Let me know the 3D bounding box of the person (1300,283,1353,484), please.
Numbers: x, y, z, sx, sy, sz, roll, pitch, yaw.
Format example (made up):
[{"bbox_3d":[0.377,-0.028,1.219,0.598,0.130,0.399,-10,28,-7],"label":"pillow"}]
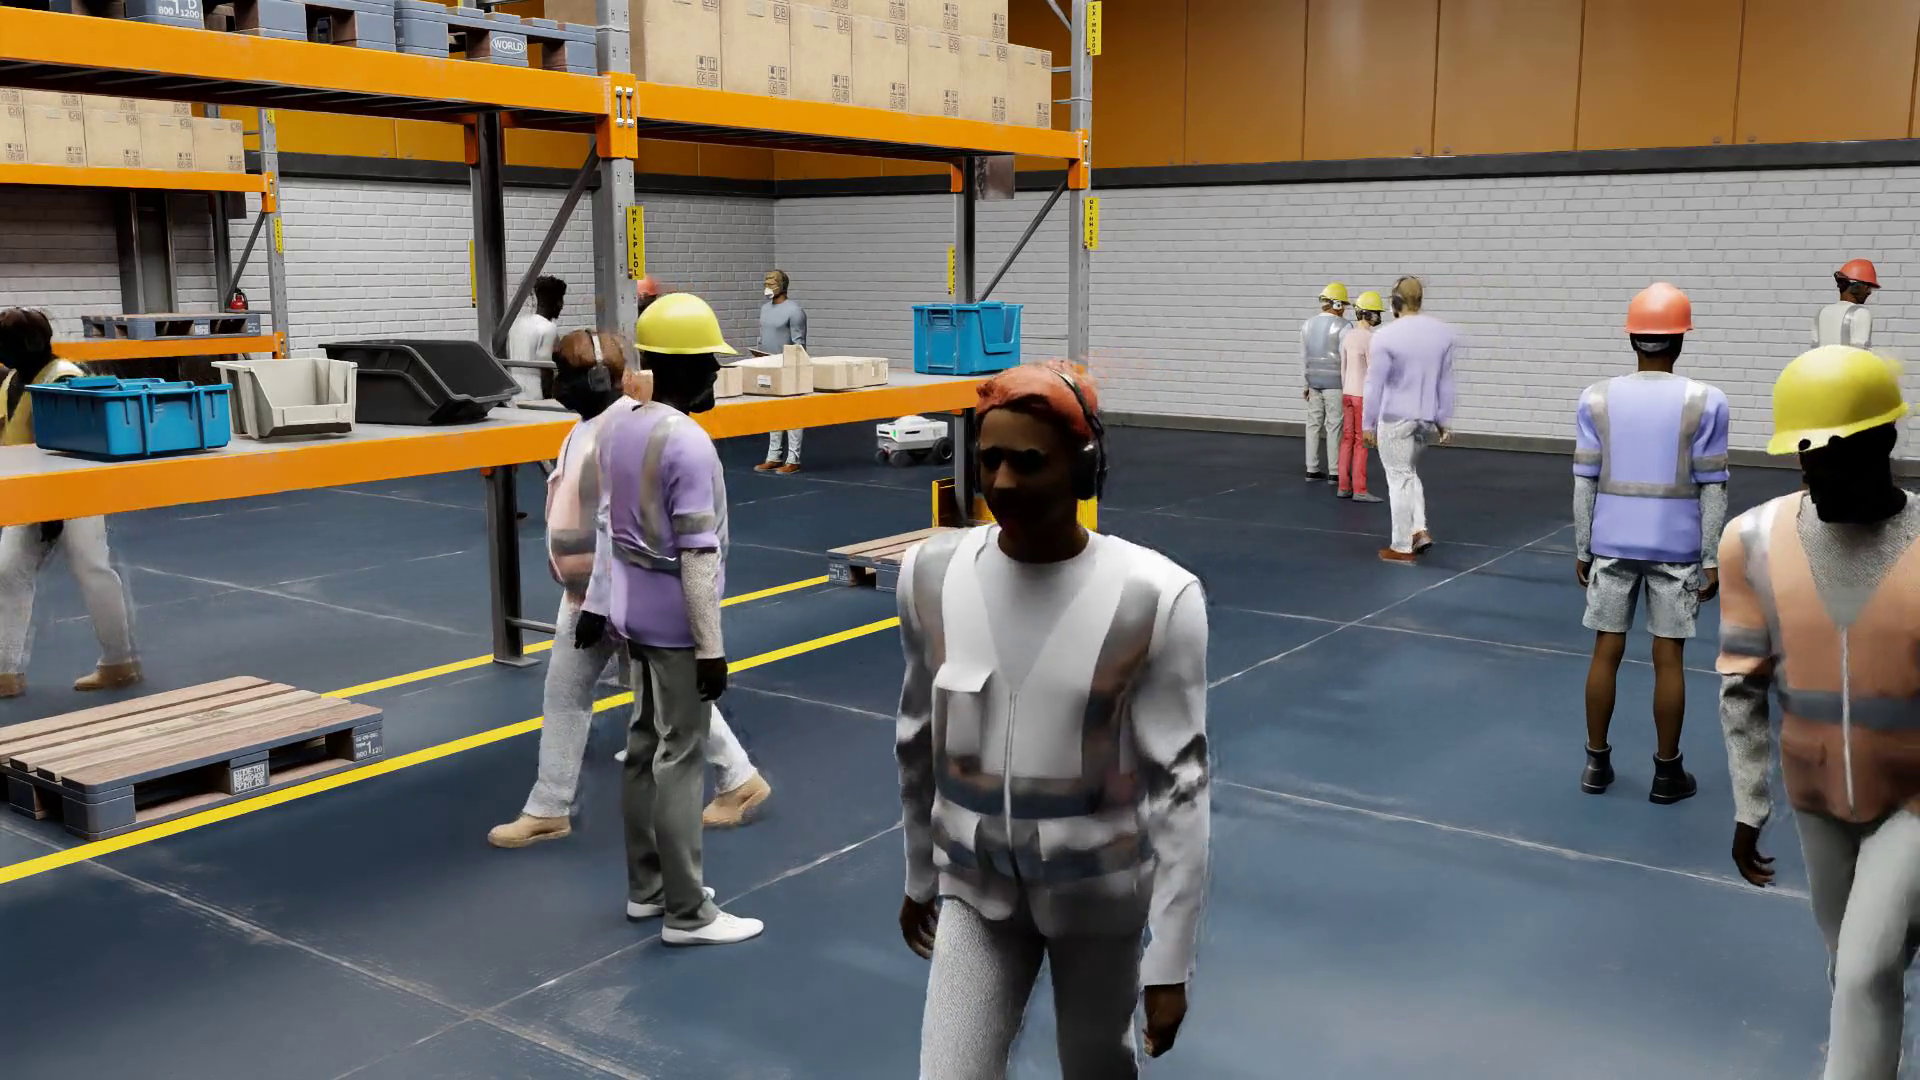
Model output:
[{"bbox_3d":[3.366,-1.420,15.150,0.404,1.821,0.588,-7,12,-35],"label":"person"}]

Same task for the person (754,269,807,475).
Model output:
[{"bbox_3d":[-1.706,-1.585,15.781,0.371,1.941,0.627,-9,13,-43],"label":"person"}]

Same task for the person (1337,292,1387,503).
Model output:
[{"bbox_3d":[3.400,-1.199,13.998,0.321,1.767,0.533,-3,10,-15],"label":"person"}]

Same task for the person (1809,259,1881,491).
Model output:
[{"bbox_3d":[6.863,-1.150,12.908,0.392,2.034,0.605,-2,10,-9],"label":"person"}]

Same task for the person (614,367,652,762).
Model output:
[{"bbox_3d":[-1.306,0.105,6.645,0.542,1.615,0.373,9,13,43],"label":"person"}]

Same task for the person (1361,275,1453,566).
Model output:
[{"bbox_3d":[2.945,-0.787,11.067,0.658,1.924,0.443,-5,11,-26],"label":"person"}]

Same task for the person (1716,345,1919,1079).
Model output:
[{"bbox_3d":[1.931,0.518,3.523,0.839,1.862,0.605,-8,12,-39],"label":"person"}]

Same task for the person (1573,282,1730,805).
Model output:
[{"bbox_3d":[2.570,0.018,6.226,0.544,1.943,0.347,6,11,33],"label":"person"}]

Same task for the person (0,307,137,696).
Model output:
[{"bbox_3d":[-4.262,-0.148,7.628,0.649,1.808,0.859,6,11,31],"label":"person"}]

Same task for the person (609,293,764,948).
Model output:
[{"bbox_3d":[-0.841,0.238,4.960,0.385,1.928,0.589,-6,11,-30],"label":"person"}]

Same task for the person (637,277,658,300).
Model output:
[{"bbox_3d":[-2.671,-1.231,13.789,0.995,1.887,0.555,7,12,34],"label":"person"}]

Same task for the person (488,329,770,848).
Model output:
[{"bbox_3d":[-1.143,0.166,5.793,0.951,1.804,0.618,-6,11,-31],"label":"person"}]

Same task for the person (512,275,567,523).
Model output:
[{"bbox_3d":[-3.207,-1.088,12.908,1.014,1.896,0.640,-9,13,-41],"label":"person"}]

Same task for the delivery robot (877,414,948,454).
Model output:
[{"bbox_3d":[-0.472,-1.057,16.473,0.707,0.478,0.477,-8,12,-38],"label":"delivery robot"}]

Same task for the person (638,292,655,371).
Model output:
[{"bbox_3d":[-2.420,-0.920,12.236,0.909,1.815,0.626,0,10,2],"label":"person"}]

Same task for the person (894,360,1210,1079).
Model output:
[{"bbox_3d":[0.090,0.645,2.755,0.611,1.848,0.896,4,10,24],"label":"person"}]
